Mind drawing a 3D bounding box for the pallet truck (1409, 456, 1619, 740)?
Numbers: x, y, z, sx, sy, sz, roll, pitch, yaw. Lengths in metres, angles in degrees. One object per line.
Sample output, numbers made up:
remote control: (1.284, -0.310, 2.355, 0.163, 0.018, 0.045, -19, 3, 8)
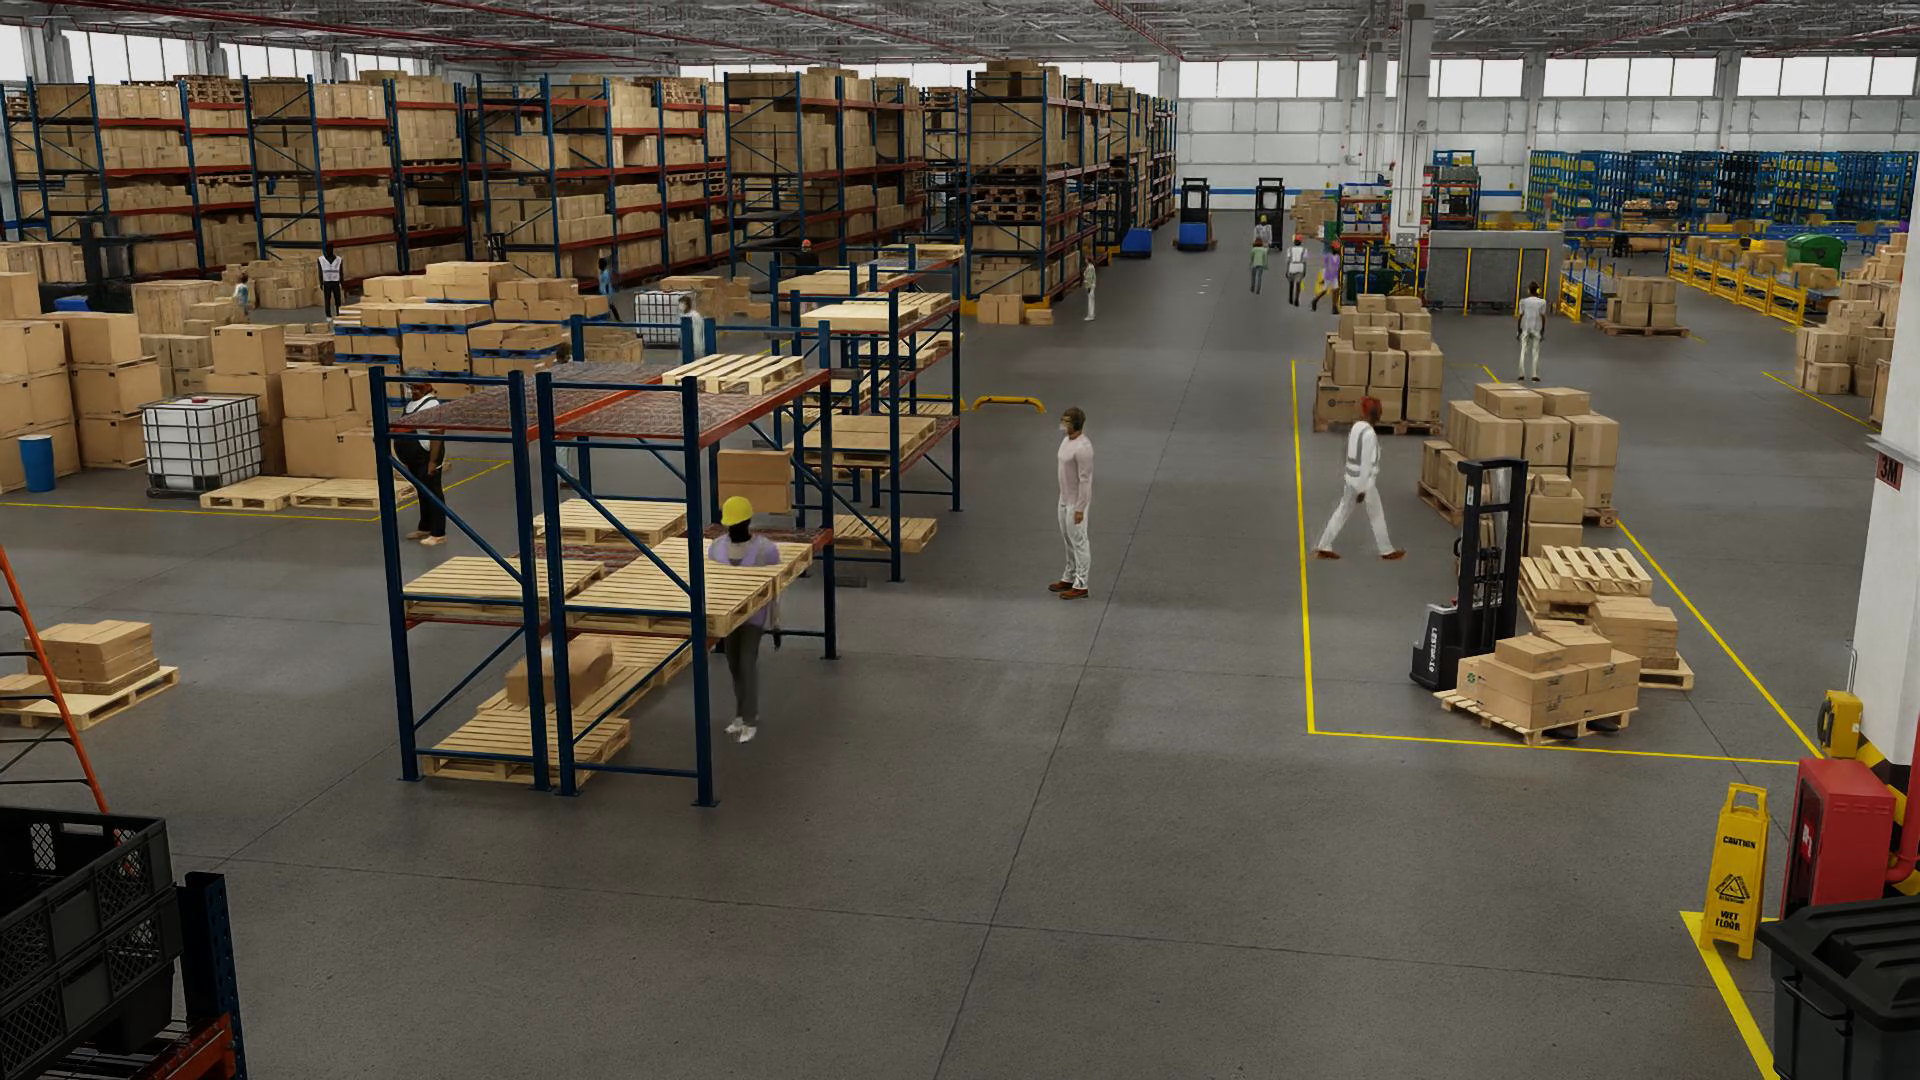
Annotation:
pallet truck: (4.504, 0.400, 13.395, 0.823, 1.965, 1.885, -6, 15, -23)

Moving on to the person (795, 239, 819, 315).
person: (-3.761, -6.400, 41.009, 0.609, 1.996, 0.383, -4, 14, -16)

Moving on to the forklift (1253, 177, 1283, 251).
forklift: (12.083, -12.747, 64.956, 1.129, 2.768, 1.873, 3, 14, 10)

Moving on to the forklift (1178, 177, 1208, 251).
forklift: (9.110, -12.702, 64.776, 1.129, 2.768, 1.873, 3, 14, 10)

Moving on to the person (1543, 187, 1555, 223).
person: (28.198, -15.907, 79.613, 0.401, 1.989, 0.623, -2, 14, -10)

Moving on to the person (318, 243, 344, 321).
person: (-15.481, -6.349, 40.981, 0.589, 1.910, 0.402, -8, 16, -28)

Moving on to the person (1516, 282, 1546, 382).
person: (10.671, -3.887, 31.080, 0.518, 1.865, 0.330, 6, 15, 24)

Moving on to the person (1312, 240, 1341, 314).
person: (9.446, -6.763, 42.692, 0.555, 1.904, 0.870, -7, 16, -28)

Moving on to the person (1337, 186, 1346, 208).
person: (19.690, -17.469, 86.181, 0.853, 1.885, 0.659, 0, 14, 1)

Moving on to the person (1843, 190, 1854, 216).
person: (42.530, -15.844, 79.725, 0.846, 1.811, 0.619, 3, 14, 11)

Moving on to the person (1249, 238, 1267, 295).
person: (8.562, -7.882, 47.833, 0.522, 1.588, 0.846, 1, 14, 4)

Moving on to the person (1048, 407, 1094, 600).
person: (1.130, -0.375, 16.664, 0.368, 1.940, 0.633, -4, 14, -15)

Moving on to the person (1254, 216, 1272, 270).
person: (10.238, -10.037, 56.175, 0.628, 1.793, 0.857, 1, 14, 3)

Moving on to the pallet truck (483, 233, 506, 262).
pallet truck: (-11.832, -7.026, 43.548, 1.885, 1.965, 0.823, 8, 16, 28)

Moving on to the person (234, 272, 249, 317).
person: (-15.628, -4.974, 36.001, 0.553, 1.610, 0.536, -10, 17, -34)

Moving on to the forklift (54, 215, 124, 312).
forklift: (-18.373, -5.540, 35.697, 1.873, 2.768, 1.129, 2, 14, 10)

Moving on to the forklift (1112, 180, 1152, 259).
forklift: (6.082, -11.722, 60.796, 1.873, 2.768, 1.129, 2, 14, 9)

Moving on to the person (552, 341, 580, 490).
person: (-5.162, -1.633, 21.777, 0.372, 1.939, 0.631, -2, 14, -8)

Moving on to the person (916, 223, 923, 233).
person: (-1.565, -11.031, 60.123, 0.627, 1.847, 0.429, 6, 15, 22)

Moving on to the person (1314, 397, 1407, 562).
person: (4.345, -0.639, 17.981, 1.010, 1.837, 0.591, -2, 14, -8)

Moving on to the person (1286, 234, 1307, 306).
person: (9.036, -7.254, 44.703, 0.555, 1.897, 0.995, 2, 14, 9)

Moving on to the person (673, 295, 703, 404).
person: (-4.614, -3.261, 28.512, 0.626, 1.893, 1.044, 10, 17, 36)

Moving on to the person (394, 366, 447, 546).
person: (-6.104, -0.953, 18.799, 0.536, 2.000, 0.677, -10, 17, -36)

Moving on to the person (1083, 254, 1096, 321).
person: (3.204, -6.237, 41.076, 0.311, 1.642, 0.512, 1, 14, 3)

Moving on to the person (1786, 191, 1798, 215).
person: (40.657, -16.212, 81.182, 0.590, 1.833, 0.404, 1, 14, 5)

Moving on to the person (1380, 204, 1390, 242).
person: (17.064, -12.635, 66.879, 0.949, 1.712, 0.540, 11, 18, 38)

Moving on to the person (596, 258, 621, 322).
person: (-8.472, -5.848, 39.464, 0.887, 1.649, 0.551, -2, 14, -10)

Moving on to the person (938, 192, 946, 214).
person: (-1.044, -19.132, 93.284, 0.726, 1.719, 0.567, 6, 15, 23)

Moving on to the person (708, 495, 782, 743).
person: (-1.667, 0.593, 12.782, 0.629, 1.927, 0.412, 5, 15, 19)

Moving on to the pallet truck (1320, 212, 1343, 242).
pallet truck: (15.874, -13.227, 70.310, 0.680, 1.201, 1.601, 10, 17, 35)
